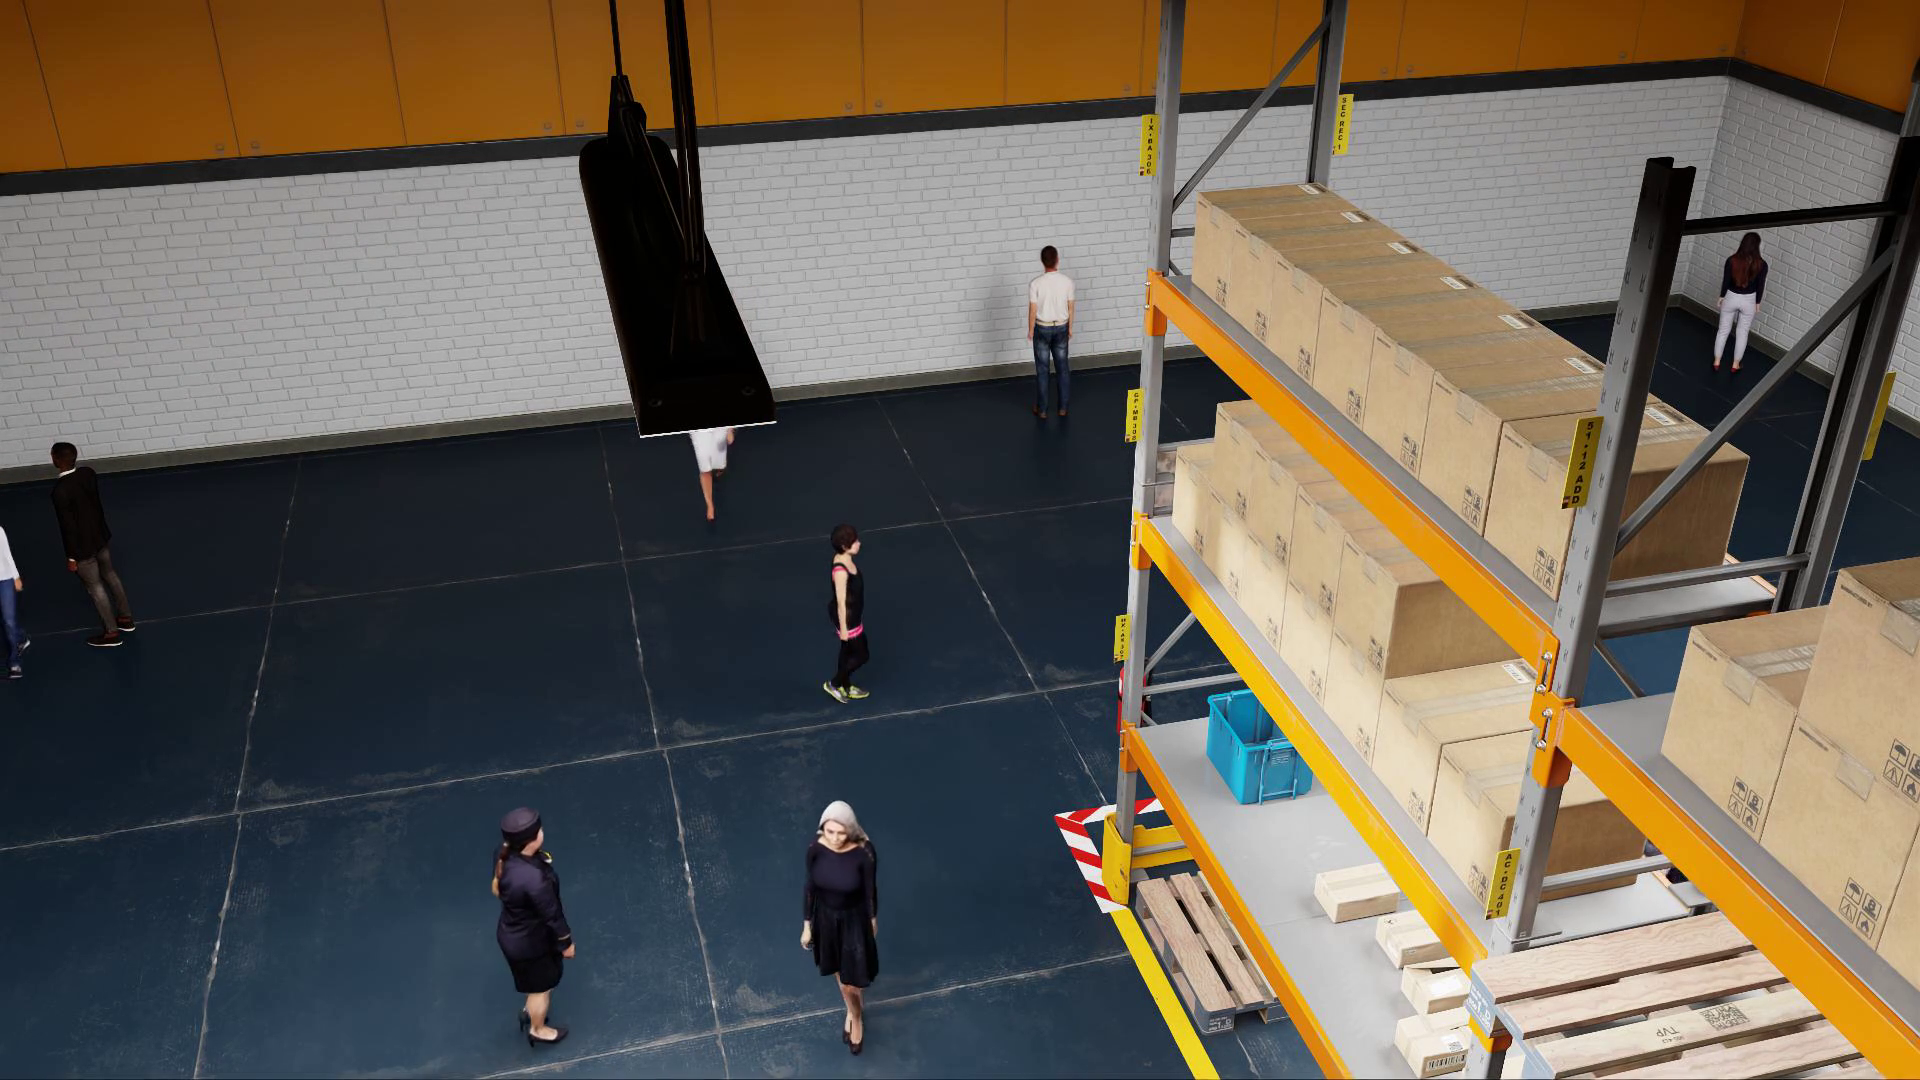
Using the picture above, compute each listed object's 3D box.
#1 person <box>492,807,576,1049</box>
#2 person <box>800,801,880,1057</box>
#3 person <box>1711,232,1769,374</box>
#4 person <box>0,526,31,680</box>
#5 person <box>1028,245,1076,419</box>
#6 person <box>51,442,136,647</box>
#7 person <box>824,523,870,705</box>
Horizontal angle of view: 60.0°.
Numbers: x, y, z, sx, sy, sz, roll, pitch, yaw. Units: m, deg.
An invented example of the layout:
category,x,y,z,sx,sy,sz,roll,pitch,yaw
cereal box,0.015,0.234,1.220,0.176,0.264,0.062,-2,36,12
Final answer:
category,x,y,z,sx,sy,sz,roll,pitch,yaw
person,-2.511,2.283,9.496,0.851,1.663,0.713,-18,33,-30
person,-0.663,2.177,9.614,0.759,1.735,0.817,7,29,13
person,8.726,-2.662,18.620,0.671,1.606,0.727,15,32,25
person,-7.686,0.287,13.296,0.610,1.527,0.985,-3,29,-5
person,0.959,-2.189,17.498,0.661,1.851,0.573,-5,29,-10
person,-7.072,0.020,13.502,0.787,1.800,0.631,3,29,5
person,-0.937,0.581,12.739,0.675,1.545,0.582,-1,29,-2
